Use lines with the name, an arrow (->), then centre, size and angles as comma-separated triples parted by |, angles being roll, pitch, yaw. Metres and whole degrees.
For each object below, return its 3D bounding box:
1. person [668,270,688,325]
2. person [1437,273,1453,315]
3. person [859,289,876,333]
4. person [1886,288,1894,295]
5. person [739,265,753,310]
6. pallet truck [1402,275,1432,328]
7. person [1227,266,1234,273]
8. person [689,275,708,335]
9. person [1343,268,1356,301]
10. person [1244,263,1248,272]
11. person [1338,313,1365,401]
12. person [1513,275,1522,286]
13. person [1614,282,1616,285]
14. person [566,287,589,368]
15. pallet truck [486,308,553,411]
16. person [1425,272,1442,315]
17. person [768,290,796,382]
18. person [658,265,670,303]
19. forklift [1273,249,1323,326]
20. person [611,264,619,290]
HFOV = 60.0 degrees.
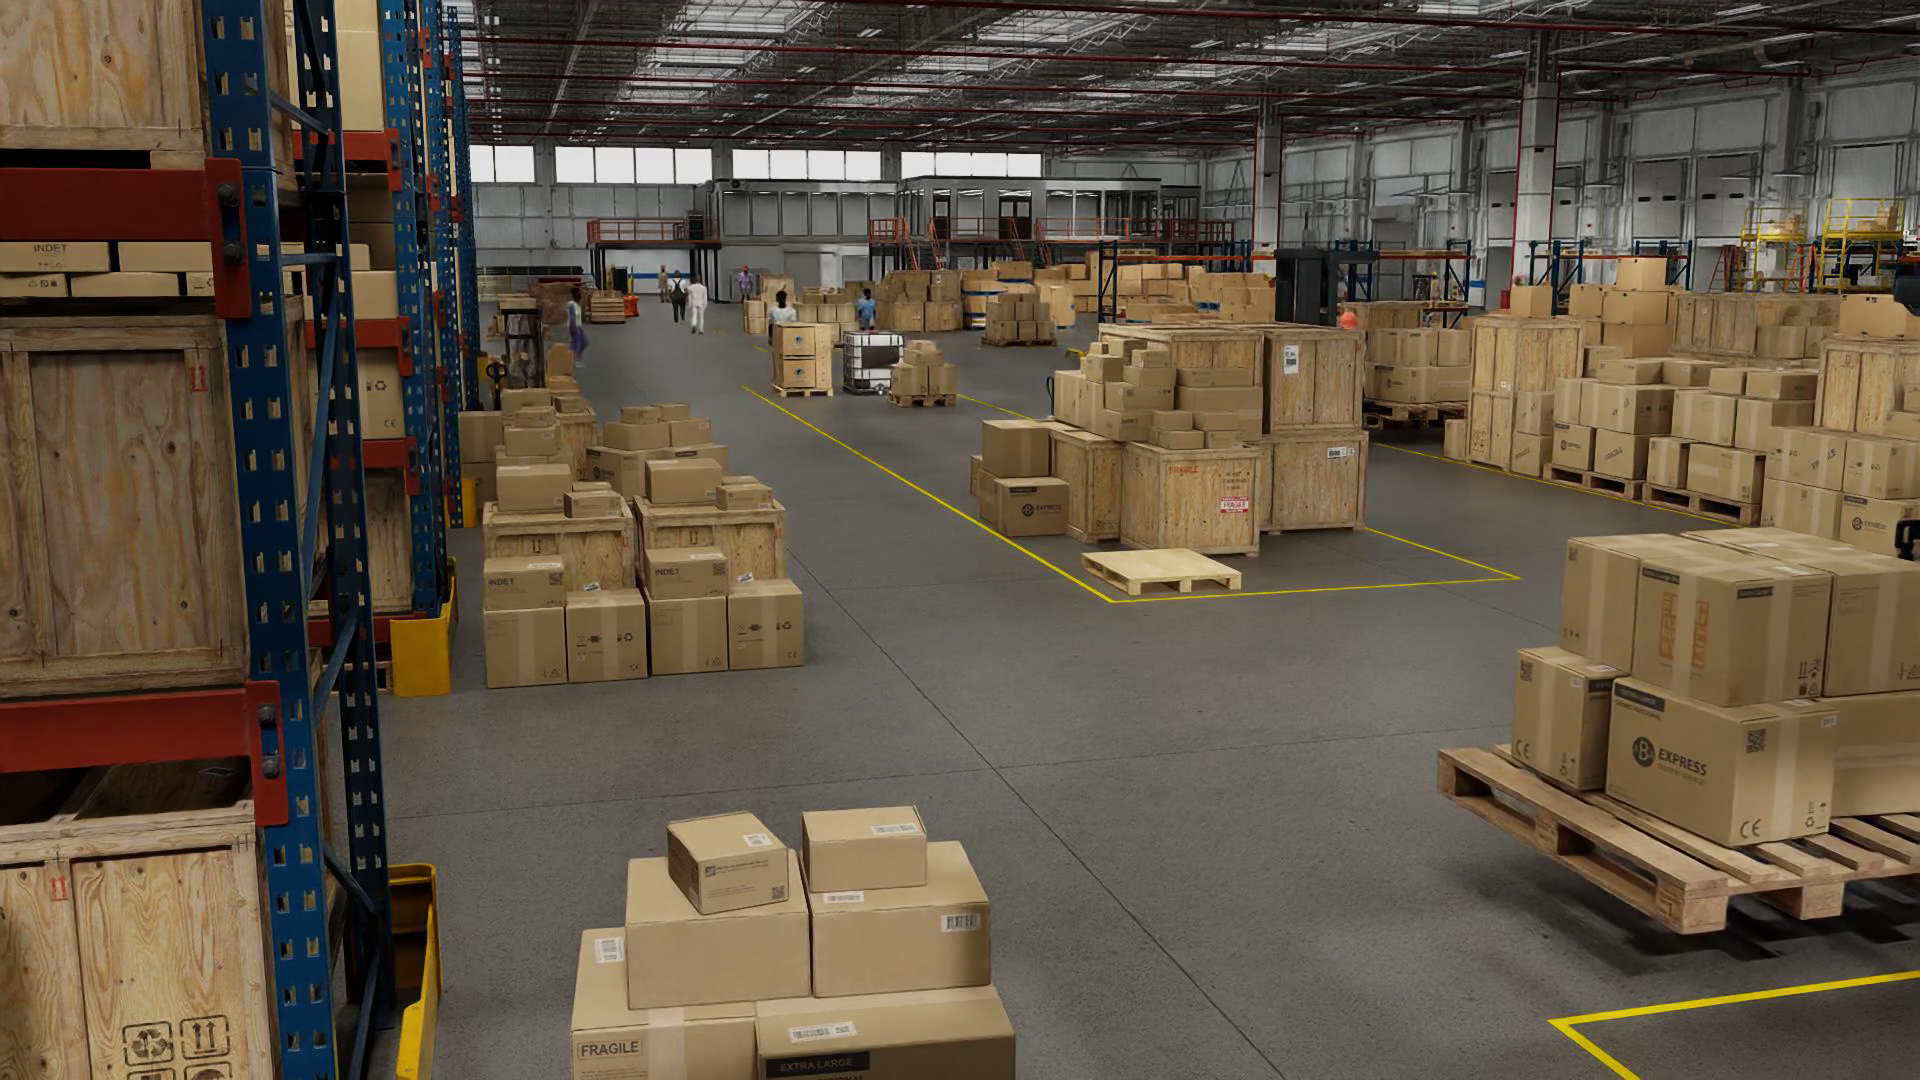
person -> -10.342, -8.922, 61.069 | 0.711, 2.000, 0.833 | -1, 10, -4
person -> 19.595, -9.911, 67.328 | 0.630, 1.819, 0.761 | 6, 12, 30
person -> -2.653, -6.352, 47.616 | 0.531, 1.654, 0.885 | -3, 10, -15
person -> 23.644, -5.500, 42.375 | 0.968, 1.793, 0.509 | 7, 12, 36
person -> -9.730, -11.488, 75.625 | 0.605, 2.033, 0.399 | -2, 10, -14
pallet truck -> 14.620, -7.324, 52.145 | 0.823, 1.965, 1.885 | 8, 13, 40
person -> 14.403, -13.660, 88.546 | 0.617, 1.821, 0.831 | 8, 13, 37
person -> -8.523, -7.649, 54.193 | 0.638, 1.921, 0.490 | 1, 10, 3
person -> 16.993, -10.936, 72.751 | 0.980, 1.959, 0.624 | -5, 11, -25
person -> 16.438, -14.917, 95.323 | 0.614, 1.932, 0.483 | -1, 10, -6
person -> 5.156, -2.049, 22.315 | 0.609, 1.984, 0.398 | -2, 10, -14
person -> 17.887, -7.519, 53.356 | 0.508, 1.961, 0.606 | 9, 14, 42
person -> 19.180, -6.644, 48.677 | 0.518, 1.865, 0.330 | -2, 10, -14
person -> -9.040, -5.017, 39.334 | 0.509, 1.901, 0.631 | 1, 10, 3
pallet truck -> -6.242, -2.418, 24.362 | 0.823, 1.965, 1.885 | 1, 10, 3
person -> 18.480, -9.540, 65.013 | 0.612, 1.876, 0.954 | 2, 10, 11
person -> -3.765, -4.267, 34.990 | 0.648, 1.932, 0.846 | 1, 10, 6
person -> -15.073, -13.029, 84.734 | 0.576, 1.887, 0.963 | -6, 12, -29
forklift -> 4.855, -2.824, 24.162 | 1.873, 2.768, 1.129 | -3, 10, -15
person -> -19.223, -14.417, 92.655 | 0.612, 1.874, 1.049 | -9, 13, -40
